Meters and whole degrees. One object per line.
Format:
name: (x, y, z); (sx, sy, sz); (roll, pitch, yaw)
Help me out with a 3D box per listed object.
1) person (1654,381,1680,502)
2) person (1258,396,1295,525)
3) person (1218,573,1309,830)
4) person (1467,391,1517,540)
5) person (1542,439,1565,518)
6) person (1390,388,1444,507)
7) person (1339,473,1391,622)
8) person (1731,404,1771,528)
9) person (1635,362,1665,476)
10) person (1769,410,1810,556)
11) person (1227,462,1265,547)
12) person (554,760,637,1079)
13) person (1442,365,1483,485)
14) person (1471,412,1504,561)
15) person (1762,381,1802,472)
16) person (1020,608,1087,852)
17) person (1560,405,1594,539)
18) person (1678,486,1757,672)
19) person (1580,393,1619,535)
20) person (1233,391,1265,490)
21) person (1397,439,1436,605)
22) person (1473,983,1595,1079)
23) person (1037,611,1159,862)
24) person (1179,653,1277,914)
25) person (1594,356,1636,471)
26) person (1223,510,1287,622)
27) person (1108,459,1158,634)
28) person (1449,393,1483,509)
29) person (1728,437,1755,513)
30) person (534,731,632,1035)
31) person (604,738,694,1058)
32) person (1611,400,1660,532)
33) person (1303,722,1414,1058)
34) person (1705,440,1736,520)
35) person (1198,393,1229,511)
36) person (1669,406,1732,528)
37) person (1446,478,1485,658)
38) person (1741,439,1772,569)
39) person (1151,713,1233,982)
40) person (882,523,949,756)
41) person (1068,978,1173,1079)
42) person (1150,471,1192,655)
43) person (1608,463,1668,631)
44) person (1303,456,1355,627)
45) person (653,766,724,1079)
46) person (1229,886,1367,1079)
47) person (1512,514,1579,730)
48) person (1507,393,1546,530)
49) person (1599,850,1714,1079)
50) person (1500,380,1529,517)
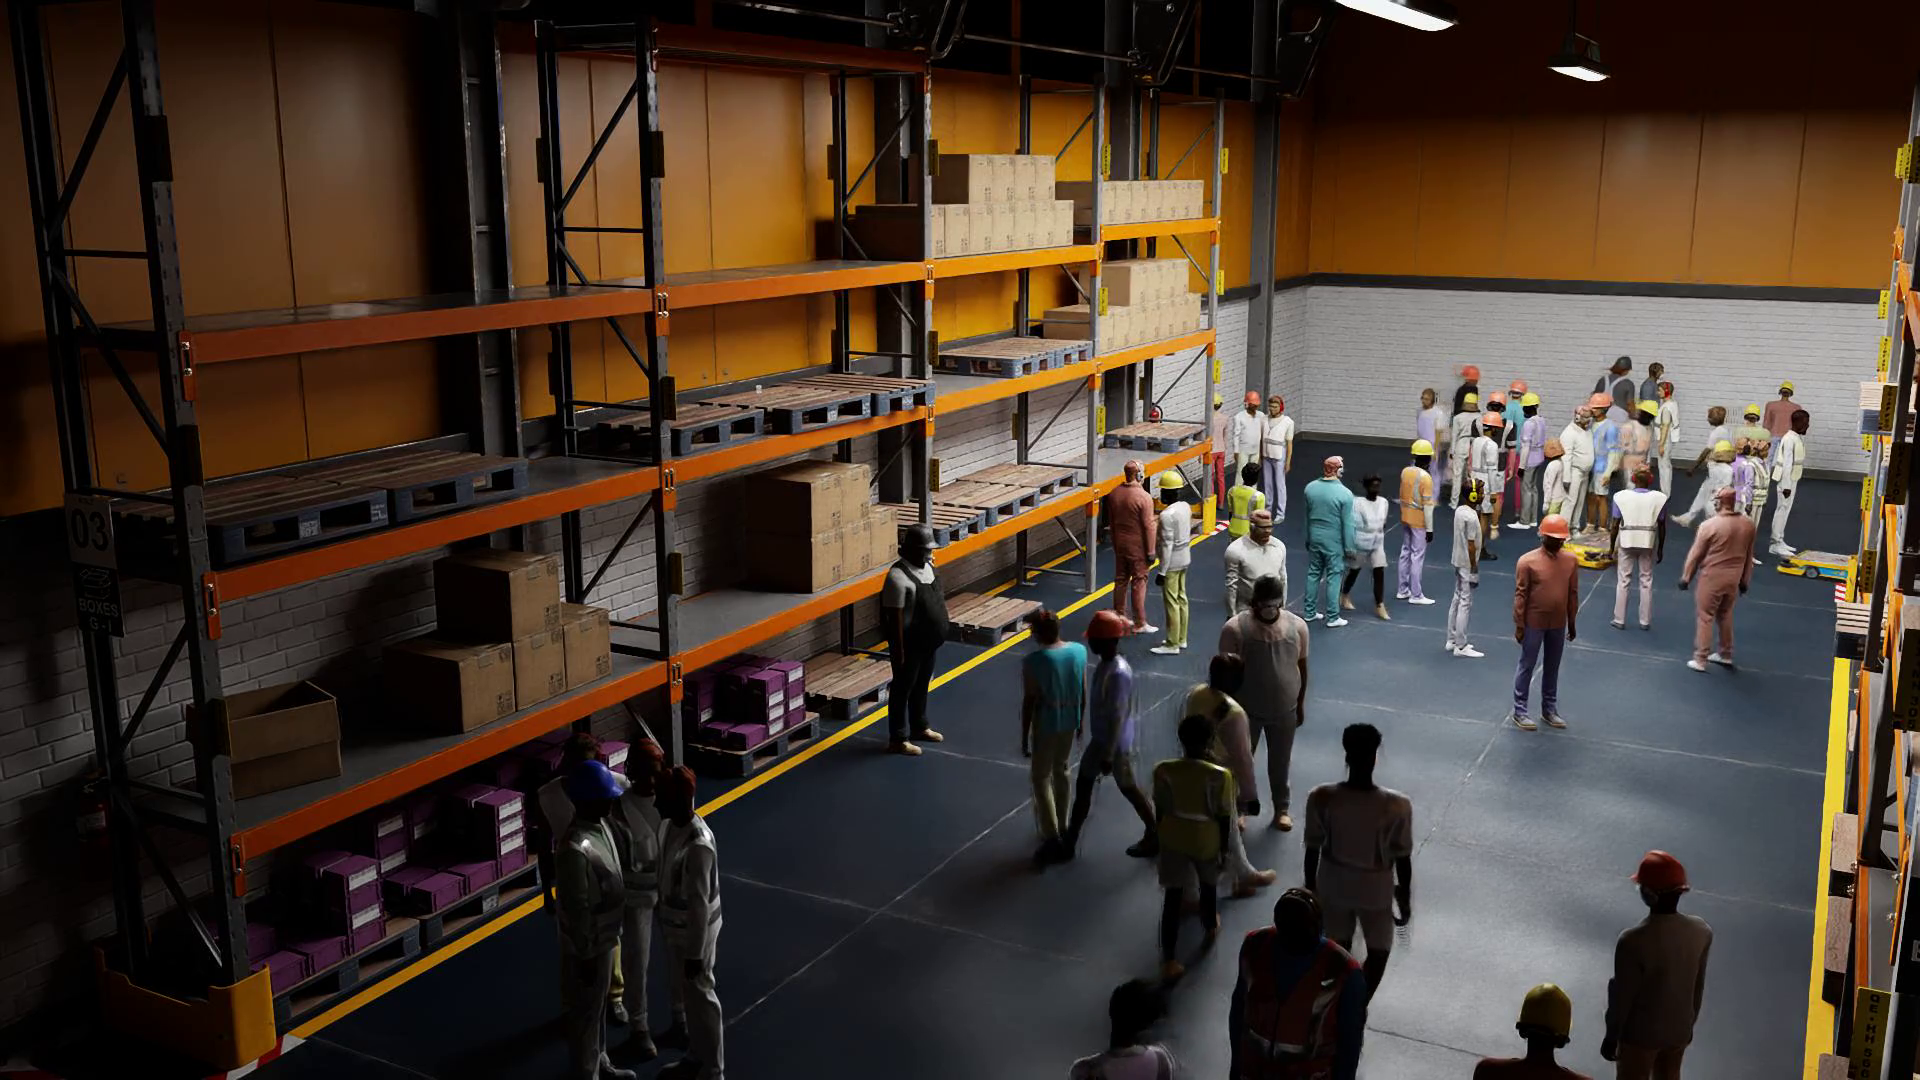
person: (10.716, -1.487, 25.237); (0.383, 1.838, 0.562); (7, 14, 27)
person: (4.502, -1.146, 23.709); (0.394, 1.836, 0.560); (-10, 16, -39)
person: (2.315, 1.223, 12.631); (0.680, 2.000, 0.535); (-1, 13, -3)
person: (7.246, -1.013, 22.677); (0.612, 2.030, 0.403); (4, 13, 17)
person: (7.544, -0.481, 21.207); (0.288, 1.625, 0.497); (8, 15, 31)
person: (6.836, -1.340, 24.649); (0.906, 1.800, 0.538); (-8, 15, -31)
person: (4.586, 0.043, 18.798); (0.533, 1.662, 0.813); (-4, 13, -19)
person: (11.044, -1.025, 23.321); (0.524, 1.769, 0.309); (5, 13, 20)
person: (11.183, -1.934, 27.036); (0.378, 1.931, 0.624); (6, 14, 26)
person: (10.861, -0.767, 21.823); (0.369, 1.915, 0.597); (8, 15, 31)
person: (3.296, -0.062, 19.189); (0.319, 1.686, 0.538); (-11, 17, -40)
person: (-1.959, 2.106, 8.886); (0.389, 1.949, 0.602); (0, 13, -2)
person: (8.083, -1.800, 26.384); (0.870, 1.953, 0.656); (12, 17, 43)
person: (6.800, -0.697, 21.500); (0.389, 1.925, 0.550); (-2, 13, -8)
person: (12.784, -1.599, 25.917); (0.535, 1.755, 0.342); (6, 14, 25)
person: (0.732, 1.404, 12.358); (0.648, 1.844, 0.575); (-8, 15, -30)
person: (8.301, -0.876, 22.369); (0.652, 1.896, 0.402); (-12, 18, -44)
person: (7.594, 0.392, 16.699); (0.652, 1.891, 0.465); (-5, 13, -20)
person: (8.576, -0.970, 22.448); (0.391, 2.040, 0.615); (-2, 13, -11)
person: (4.337, -1.361, 24.866); (0.564, 1.745, 0.349); (-6, 14, -23)
person: (5.312, -0.213, 19.315); (0.359, 1.930, 0.587); (-4, 13, -17)
person: (2.354, 2.655, 6.843); (0.522, 1.769, 0.311); (5, 14, 21)
person: (1.091, 1.431, 12.065); (0.980, 1.890, 0.563); (-3, 13, -12)
person: (1.853, 1.642, 11.302); (0.912, 1.799, 0.653); (-4, 13, -16)
person: (10.803, -2.076, 27.403); (0.996, 2.000, 0.681); (-7, 14, -29)
person: (2.773, 0.644, 15.549); (0.643, 1.900, 0.399); (-5, 13, -20)
person: (1.903, 0.065, 18.110); (0.410, 1.913, 0.643); (-10, 16, -37)
person: (7.530, -1.322, 24.729); (0.489, 1.733, 0.317); (1, 13, 3)
person: (9.965, -0.513, 21.337); (0.318, 1.631, 0.524); (-2, 13, -8)
person: (-2.174, 1.977, 9.733); (0.567, 1.838, 0.388); (-5, 14, -22)
person: (-1.753, 2.019, 9.449); (0.584, 1.878, 0.368); (-8, 15, -31)
person: (9.288, -0.992, 22.907); (0.675, 1.878, 0.578); (-9, 15, -34)
person: (2.234, 1.984, 9.420); (0.622, 1.953, 0.637); (6, 14, 25)
person: (9.380, -0.368, 20.527); (0.485, 1.689, 0.554); (-2, 13, -10)
person: (3.722, -1.286, 24.479); (0.528, 1.772, 0.304); (-9, 15, -35)
person: (10.283, -0.957, 22.927); (0.871, 1.803, 0.512); (10, 16, 37)
person: (5.269, 0.281, 17.238); (0.328, 1.872, 0.511); (0, 13, -2)
person: (10.086, -0.471, 21.122); (0.307, 1.639, 0.525); (12, 17, 43)
person: (1.461, 1.900, 10.497); (0.535, 1.642, 0.904); (5, 13, 20)
person: (-0.357, 0.831, 14.387); (0.536, 2.000, 0.683); (7, 14, 27)
person: (0.587, 2.662, 7.066); (0.625, 1.656, 0.408); (-11, 16, -39)
person: (2.191, 0.240, 17.289); (0.388, 1.927, 0.589); (8, 15, 30)
person: (7.389, 0.087, 18.167); (0.567, 1.841, 0.377); (3, 13, 13)
person: (4.088, 0.013, 18.382); (0.399, 1.900, 0.646); (-10, 16, -39)
person: (-1.464, 2.115, 9.002); (0.338, 1.882, 0.575); (-5, 14, -22)
person: (1.504, 2.449, 7.605); (0.624, 1.840, 0.429); (8, 15, 32)
person: (5.273, 0.733, 14.957); (0.615, 1.987, 0.407); (-3, 13, -13)
person: (7.984, -1.104, 23.354); (0.399, 1.912, 0.592); (10, 16, 37)
person: (3.388, 2.367, 8.183); (0.565, 1.744, 0.350); (-5, 14, -23)
person: (8.057, -1.336, 24.197); (0.622, 1.990, 0.402); (7, 14, 28)
